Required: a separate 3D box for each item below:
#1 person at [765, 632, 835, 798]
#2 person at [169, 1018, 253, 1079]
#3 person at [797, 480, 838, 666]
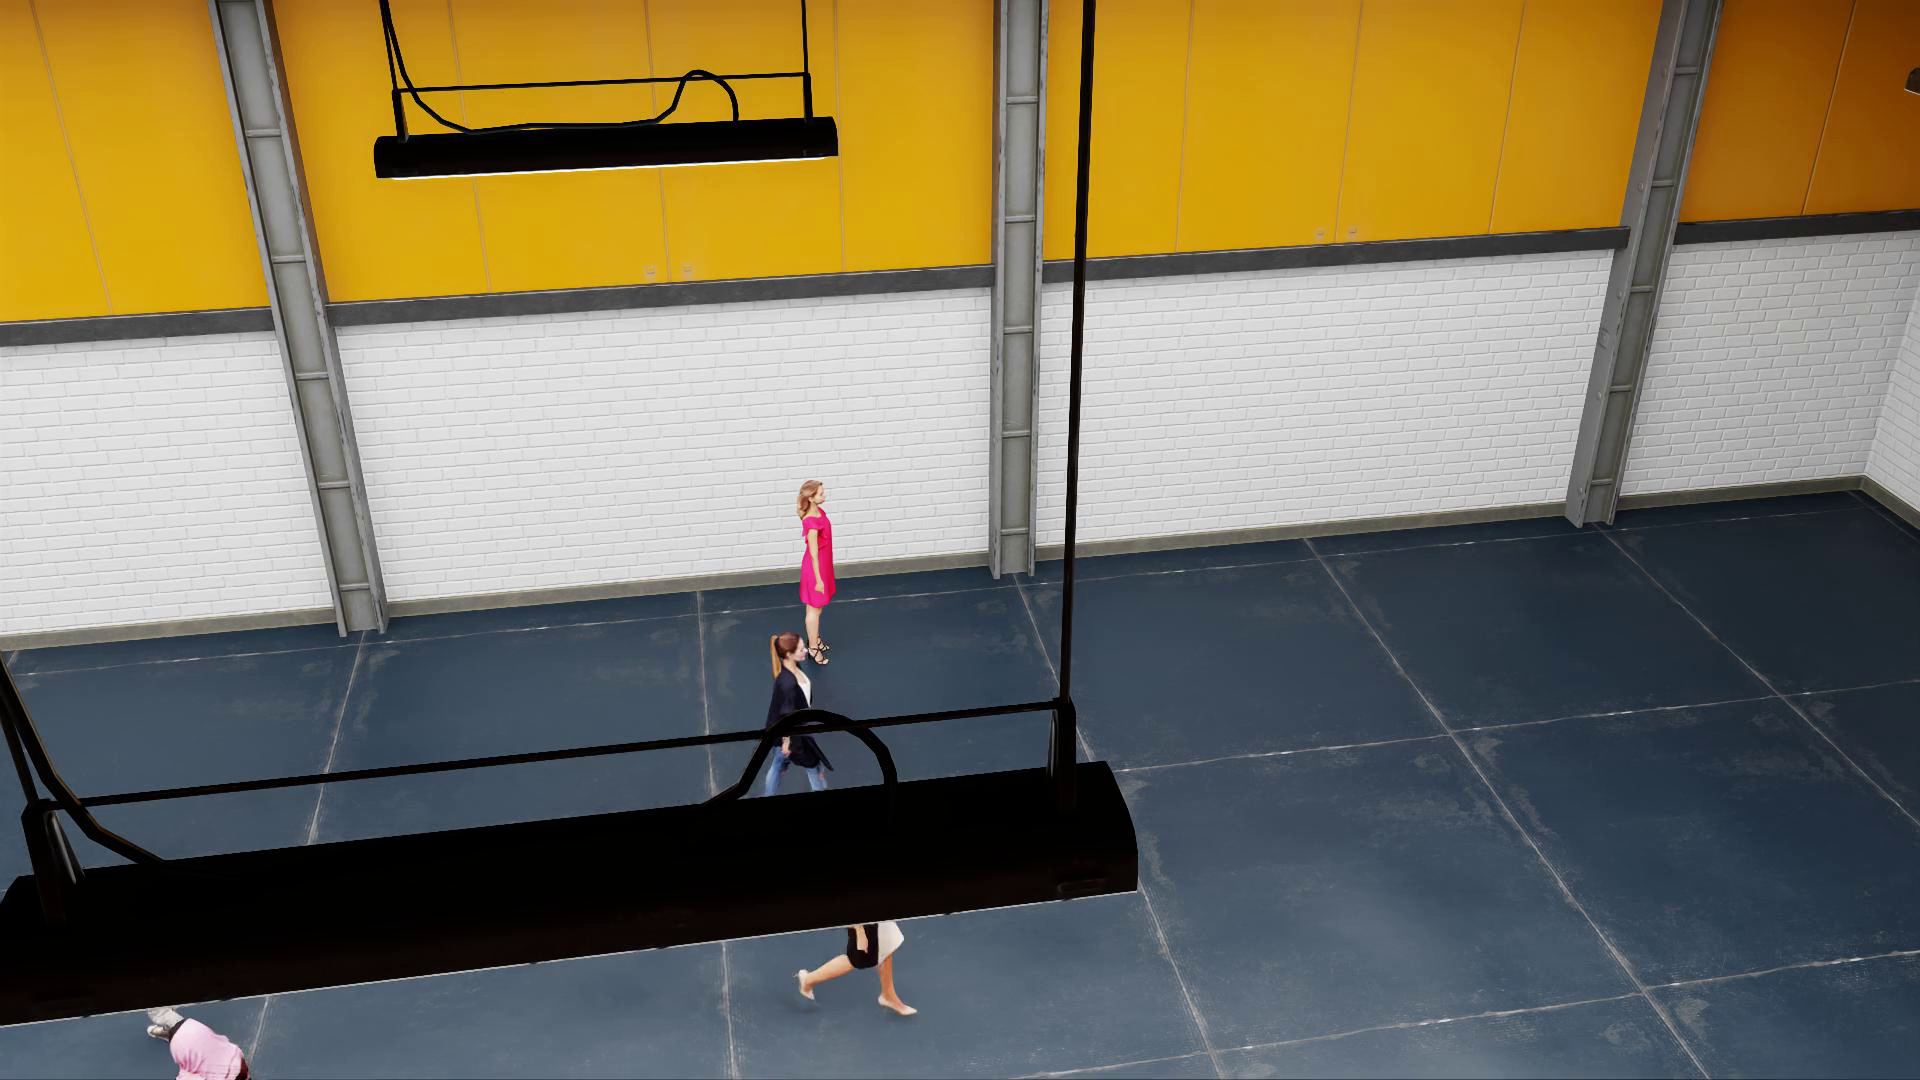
[{"bbox_3d":[-1.331,1.414,12.239,1.014,1.654,0.671,-2,29,-4],"label":"person"},{"bbox_3d":[-3.915,3.206,8.968,0.850,1.639,0.817,12,31,21],"label":"person"},{"bbox_3d":[-1.246,0.253,14.290,0.582,1.728,0.605,0,29,-1],"label":"person"}]
